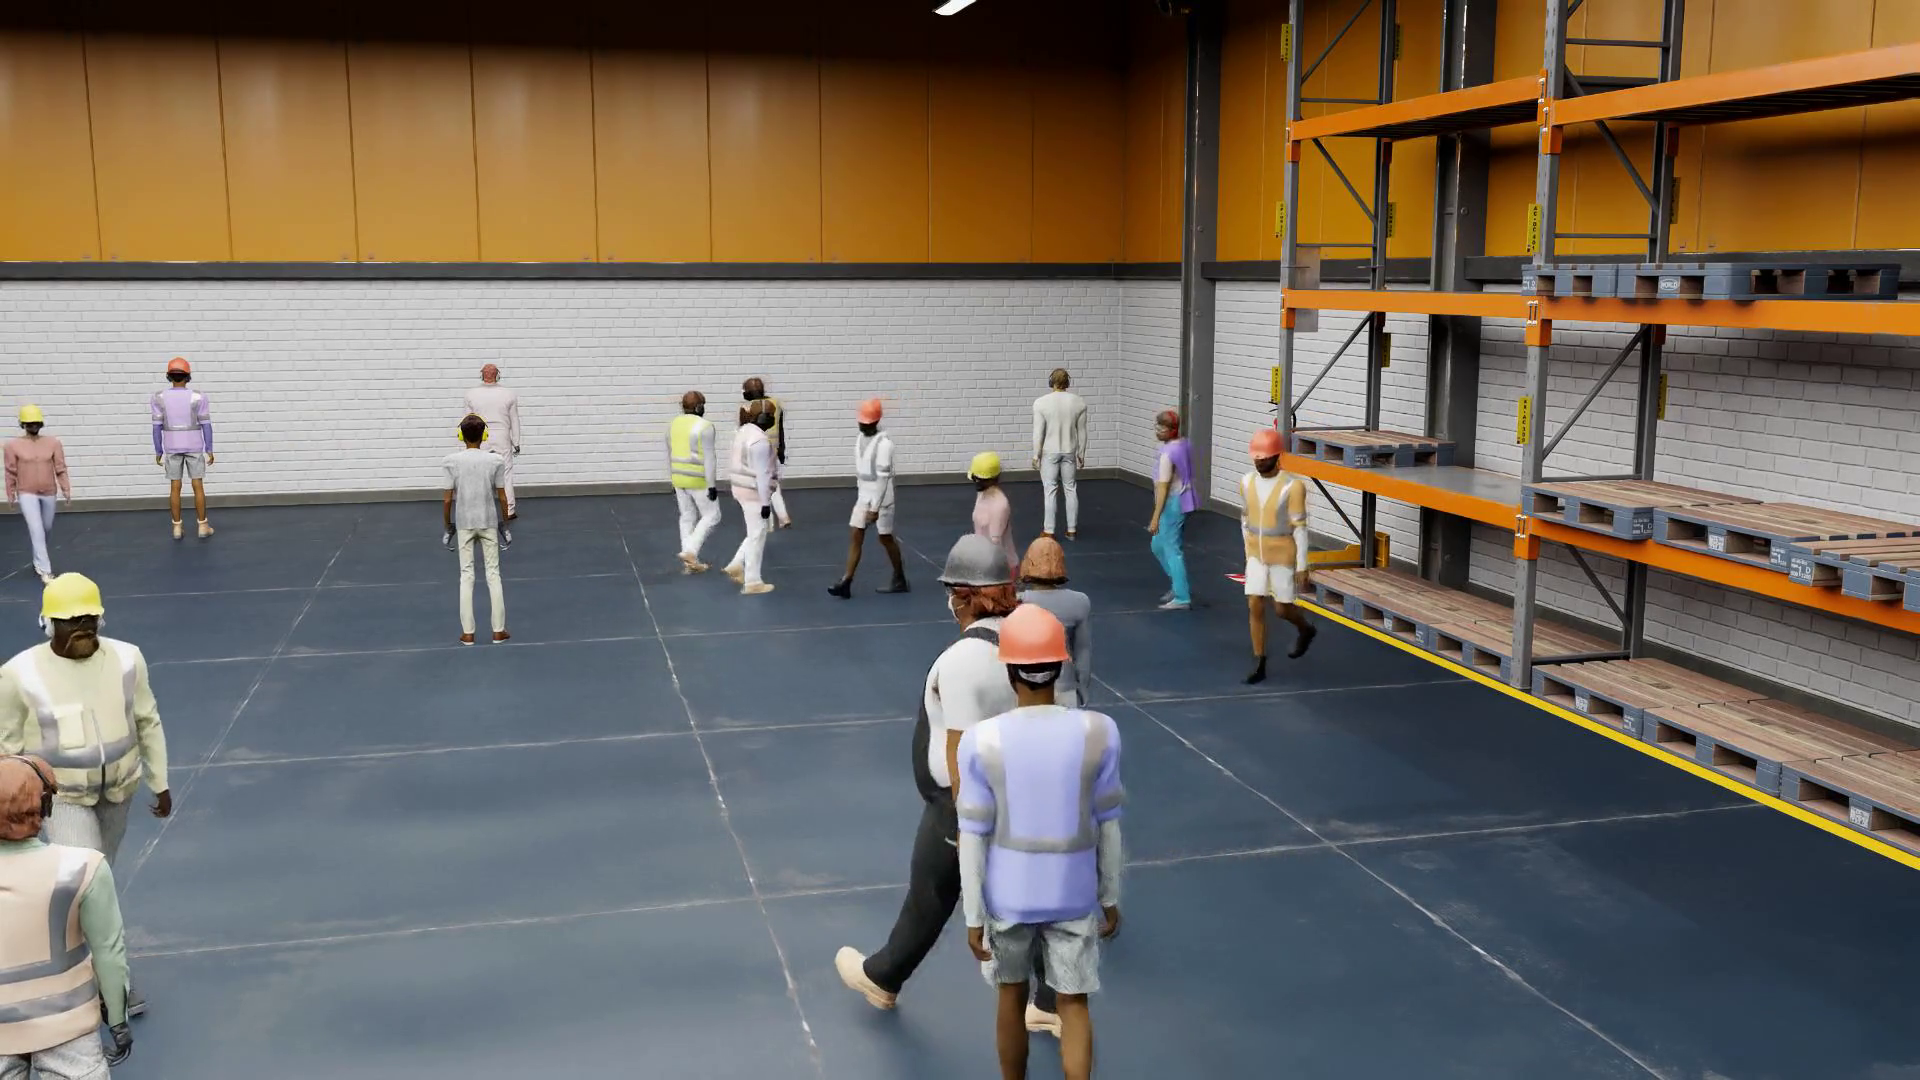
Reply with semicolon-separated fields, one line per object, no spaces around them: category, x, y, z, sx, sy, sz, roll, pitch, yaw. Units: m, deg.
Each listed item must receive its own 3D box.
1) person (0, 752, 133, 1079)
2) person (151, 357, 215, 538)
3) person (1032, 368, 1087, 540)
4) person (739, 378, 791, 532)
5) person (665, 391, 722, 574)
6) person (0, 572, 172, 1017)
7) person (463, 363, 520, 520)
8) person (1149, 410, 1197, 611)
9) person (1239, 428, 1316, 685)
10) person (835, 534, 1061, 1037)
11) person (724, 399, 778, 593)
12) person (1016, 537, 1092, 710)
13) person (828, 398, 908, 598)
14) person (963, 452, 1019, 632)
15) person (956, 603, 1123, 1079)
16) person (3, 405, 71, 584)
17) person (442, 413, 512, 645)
person;-2.646;1.415;4.748;0.525;1.636;0.307;-2;9;-14
person;-8.764;-1.037;18.793;0.616;2.039;0.385;-2;9;-14
person;1.105;-0.949;18.559;0.638;1.938;0.356;-2;9;-14
person;-2.295;-0.971;19.158;0.449;1.805;0.719;6;11;34
person;-2.634;-0.560;16.470;0.656;1.829;0.442;7;11;37
person;-3.625;1.001;6.894;0.963;1.785;0.609;8;12;39
person;-5.645;-1.179;20.097;0.655;1.906;0.407;-2;9;-14
person;1.868;-0.248;14.625;0.425;1.800;0.683;2;9;13
person;2.356;0.096;12.232;0.555;1.893;0.801;8;12;40
person;0.026;0.923;6.563;1.044;2.000;0.687;7;11;36
person;-1.910;-0.403;15.528;0.436;1.822;0.650;-4;10;-22
person;0.434;0.796;8.618;0.509;1.632;0.267;-2;9;-14
person;-0.848;-0.378;15.218;0.954;1.864;0.621;-8;12;-40
person;0.206;0.193;12.155;0.779;1.702;0.573;-4;10;-24
person;0.265;1.168;5.429;0.557;1.918;0.765;0;9;-2
person;-9.007;-0.470;16.228;0.883;1.728;0.532;9;13;43
person;-3.894;-0.086;13.403;0.538;1.866;0.313;-2;9;-14
